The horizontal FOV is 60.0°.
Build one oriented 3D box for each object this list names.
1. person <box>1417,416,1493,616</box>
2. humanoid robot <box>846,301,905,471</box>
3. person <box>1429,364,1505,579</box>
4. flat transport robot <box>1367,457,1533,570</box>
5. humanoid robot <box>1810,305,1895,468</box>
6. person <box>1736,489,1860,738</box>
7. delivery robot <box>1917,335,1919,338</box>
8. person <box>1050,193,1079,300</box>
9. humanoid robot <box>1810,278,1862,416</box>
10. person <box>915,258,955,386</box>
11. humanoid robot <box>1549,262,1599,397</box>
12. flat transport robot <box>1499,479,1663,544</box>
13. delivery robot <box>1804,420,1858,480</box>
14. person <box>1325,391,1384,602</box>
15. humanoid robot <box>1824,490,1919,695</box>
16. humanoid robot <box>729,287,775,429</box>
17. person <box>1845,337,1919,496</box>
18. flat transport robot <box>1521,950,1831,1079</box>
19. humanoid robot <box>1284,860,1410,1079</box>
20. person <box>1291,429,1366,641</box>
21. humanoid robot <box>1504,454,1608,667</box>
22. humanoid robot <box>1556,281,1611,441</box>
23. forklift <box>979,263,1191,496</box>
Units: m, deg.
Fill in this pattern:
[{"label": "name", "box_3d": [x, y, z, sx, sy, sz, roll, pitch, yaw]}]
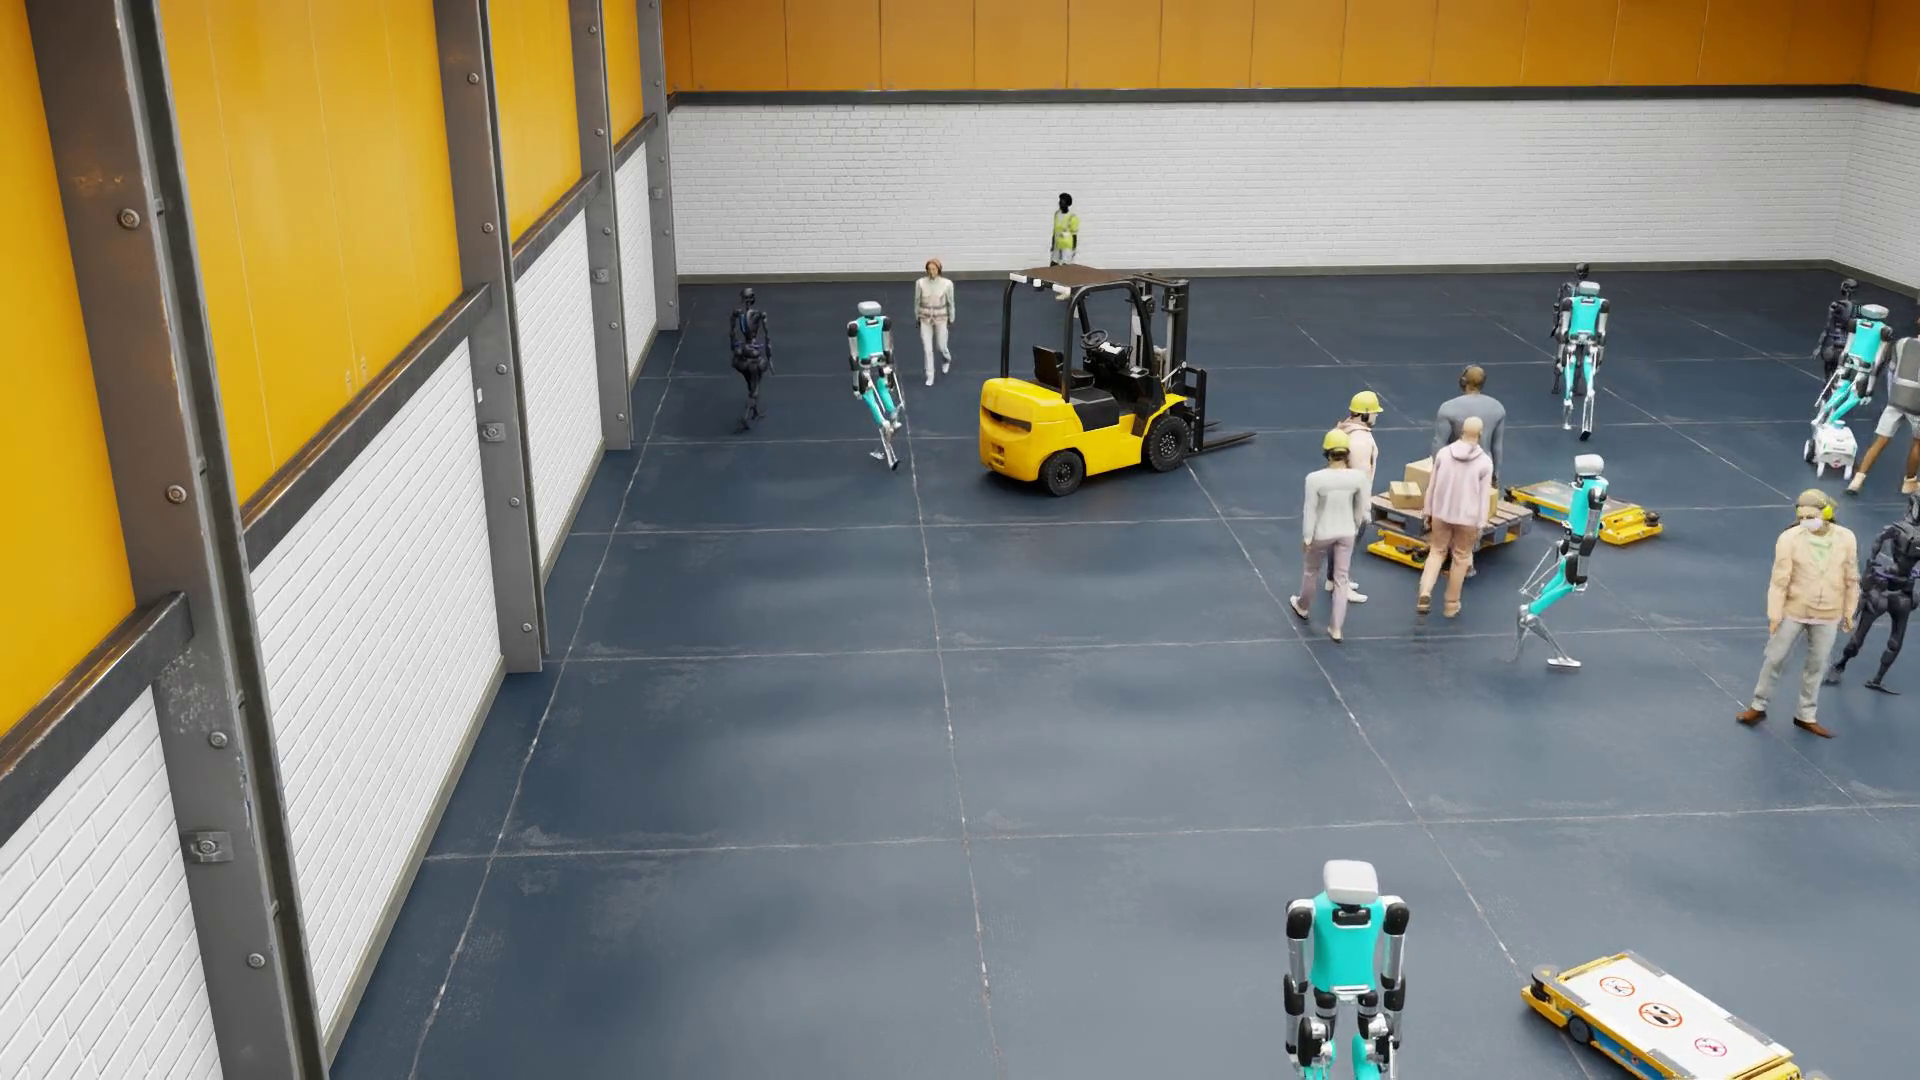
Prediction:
[{"label": "person", "box_3d": [4.122, -0.156, 13.896, 0.542, 1.757, 0.593, 12, 23, 30]}, {"label": "humanoid robot", "box_3d": [-0.806, -1.620, 17.993, 0.546, 1.819, 0.884, -12, 24, -30]}, {"label": "person", "box_3d": [4.573, -0.607, 14.919, 0.660, 1.910, 0.737, -5, 21, -12]}, {"label": "flat transport robot", "box_3d": [4.570, -0.028, 15.702, 1.431, 0.231, 0.659, -15, 25, -35]}, {"label": "humanoid robot", "box_3d": [9.514, -1.630, 17.953, 0.780, 1.782, 0.531, -7, 21, -18]}, {"label": "person", "box_3d": [6.072, 0.513, 11.944, 0.668, 1.853, 0.376, 4, 21, 12]}, {"label": "delivery robot", "box_3d": [12.505, -2.367, 21.690, 0.790, 0.614, 0.499, -15, 25, -35]}, {"label": "person", "box_3d": [1.666, -4.625, 26.155, 0.430, 1.684, 0.546, -15, 25, -35]}, {"label": "humanoid robot", "box_3d": [10.485, -2.301, 19.856, 0.587, 1.650, 0.380, -9, 22, -23]}, {"label": "person", "box_3d": [-0.320, -2.819, 21.340, 0.517, 1.624, 0.557, 4, 21, 11]}, {"label": "humanoid robot", "box_3d": [7.655, -2.643, 20.763, 0.599, 1.657, 0.315, 18, 26, 39]}, {"label": "flat transport robot", "box_3d": [6.117, -0.293, 16.424, 0.659, 0.231, 1.431, -13, 24, -31]}, {"label": "delivery robot", "box_3d": [9.426, -0.986, 17.924, 0.499, 0.611, 0.812, 8, 21, 20]}, {"label": "person", "box_3d": [3.371, -0.377, 14.355, 0.433, 1.859, 0.791, 1, 20, 2]}, {"label": "humanoid robot", "box_3d": [7.022, 0.377, 12.571, 0.609, 1.645, 0.475, -2, 20, -5]}, {"label": "humanoid robot", "box_3d": [-2.487, -2.139, 19.470, 0.601, 1.642, 0.740, 10, 22, 24]}, {"label": "person", "box_3d": [9.607, -1.369, 16.906, 0.909, 1.995, 0.629, -13, 24, -32]}, {"label": "flat transport robot", "box_3d": [3.673, 2.587, 8.580, 0.659, 0.231, 1.431, -10, 23, -26]}, {"label": "humanoid robot", "box_3d": [1.695, 2.332, 7.255, 0.552, 1.872, 0.661, 0, 20, -1]}, {"label": "person", "box_3d": [3.043, -0.085, 13.734, 0.535, 1.732, 0.798, -2, 20, -4]}, {"label": "humanoid robot", "box_3d": [4.563, 0.236, 12.957, 0.734, 1.869, 0.531, 2, 20, 6]}, {"label": "humanoid robot", "box_3d": [7.126, -1.990, 18.957, 0.540, 1.768, 0.972, 3, 20, 8]}, {"label": "forklift", "box_3d": [1.315, -1.764, 17.646, 2.313, 2.155, 1.214, -14, 24, -33]}]
